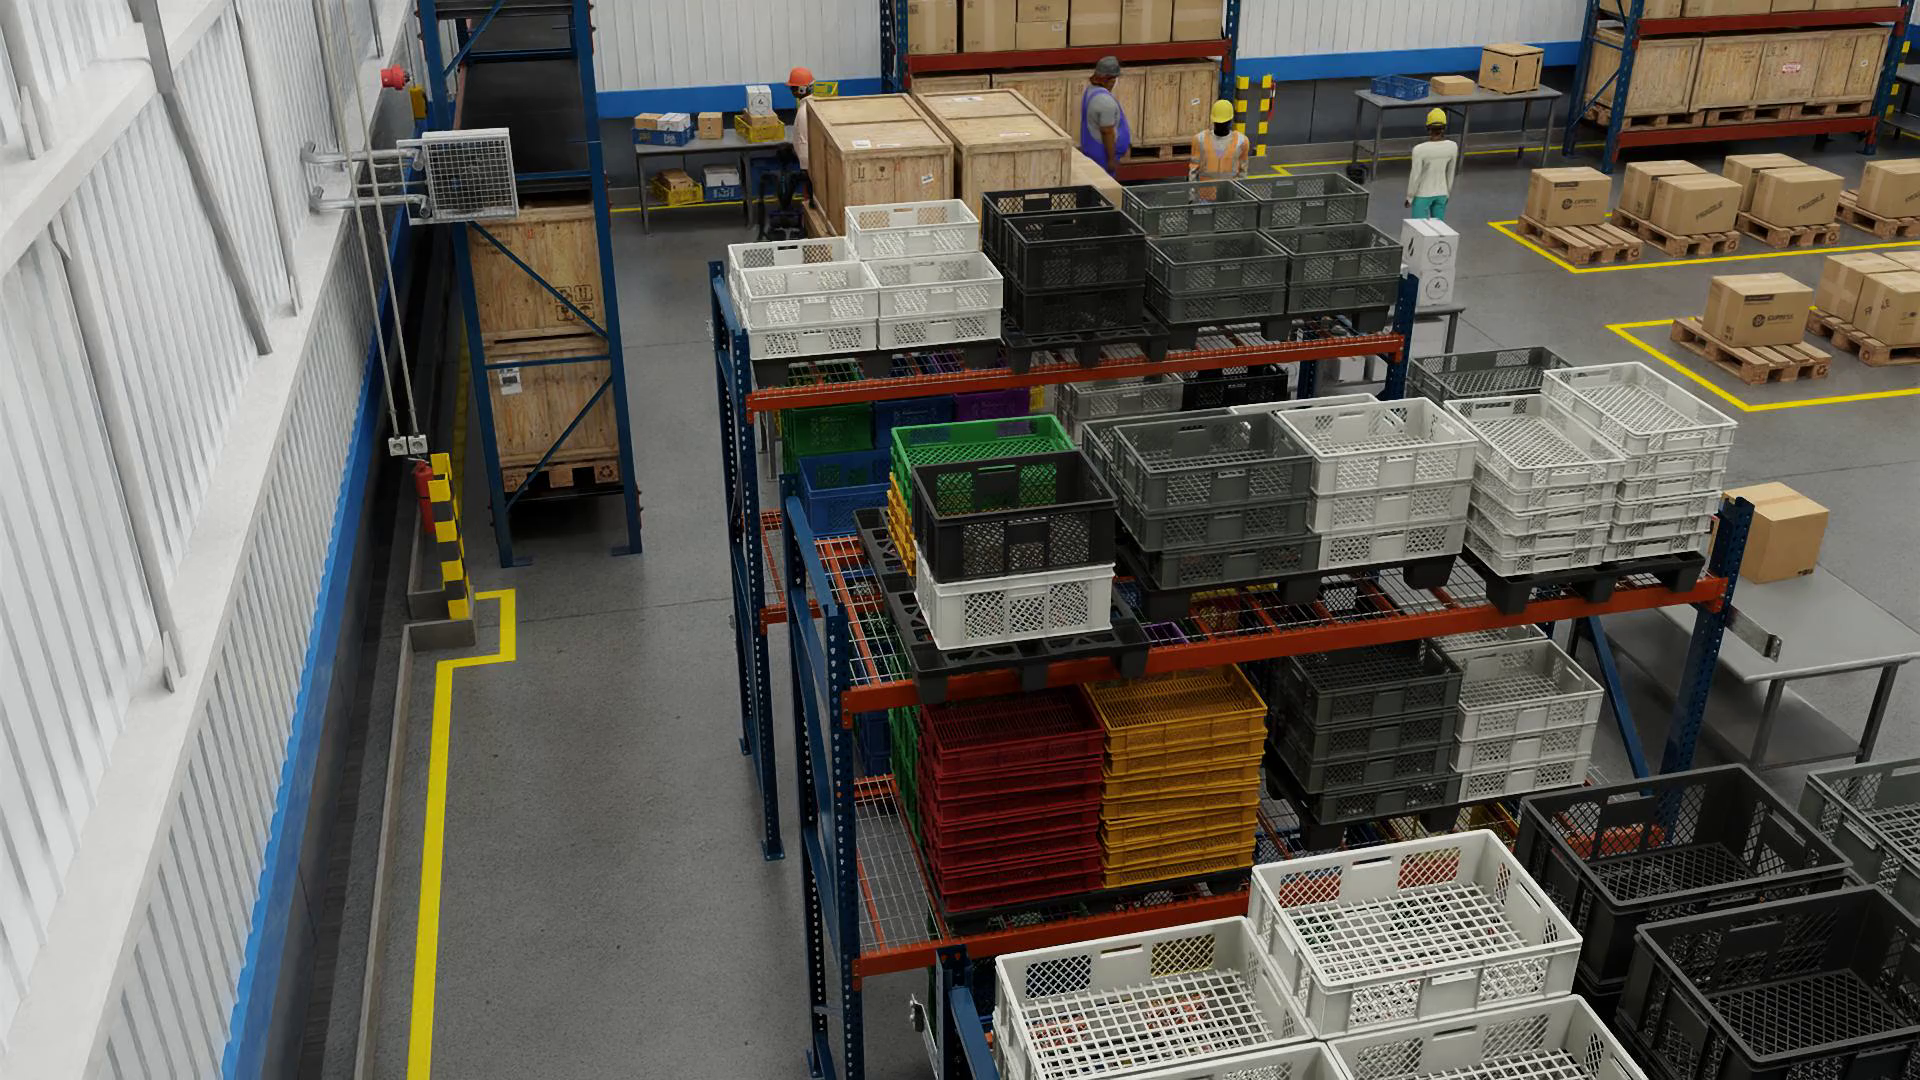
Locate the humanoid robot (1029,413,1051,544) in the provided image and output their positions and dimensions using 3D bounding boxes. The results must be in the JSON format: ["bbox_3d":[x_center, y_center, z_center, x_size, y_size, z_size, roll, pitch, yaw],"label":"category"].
[{"bbox_3d":[0.438,-0.044,10.621,0.569,1.648,0.387,18,33,30],"label":"humanoid robot"}]

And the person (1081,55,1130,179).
[{"bbox_3d":[1.599,-4.315,18.335,0.535,2.000,0.695,-6,28,-11],"label":"person"}]

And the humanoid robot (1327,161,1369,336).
[{"bbox_3d":[3.644,-2.775,15.797,0.342,1.647,0.576,-4,28,-7],"label":"humanoid robot"}]

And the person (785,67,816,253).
[{"bbox_3d":[-1.652,-4.115,18.020,0.412,1.985,0.609,2,28,5],"label":"person"}]

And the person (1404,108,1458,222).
[{"bbox_3d":[4.842,-3.569,17.212,0.524,1.765,0.327,-8,29,-16],"label":"person"}]

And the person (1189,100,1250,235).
[{"bbox_3d":[2.620,-3.529,16.967,0.592,1.922,0.375,4,28,7],"label":"person"}]

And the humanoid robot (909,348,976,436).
[{"bbox_3d":[-0.106,-0.953,12.330,0.612,1.656,0.319,-22,35,-36],"label":"humanoid robot"}]

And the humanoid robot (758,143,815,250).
[{"bbox_3d":[-1.705,-3.077,16.406,0.593,1.635,0.702,1,28,2],"label":"humanoid robot"}]
